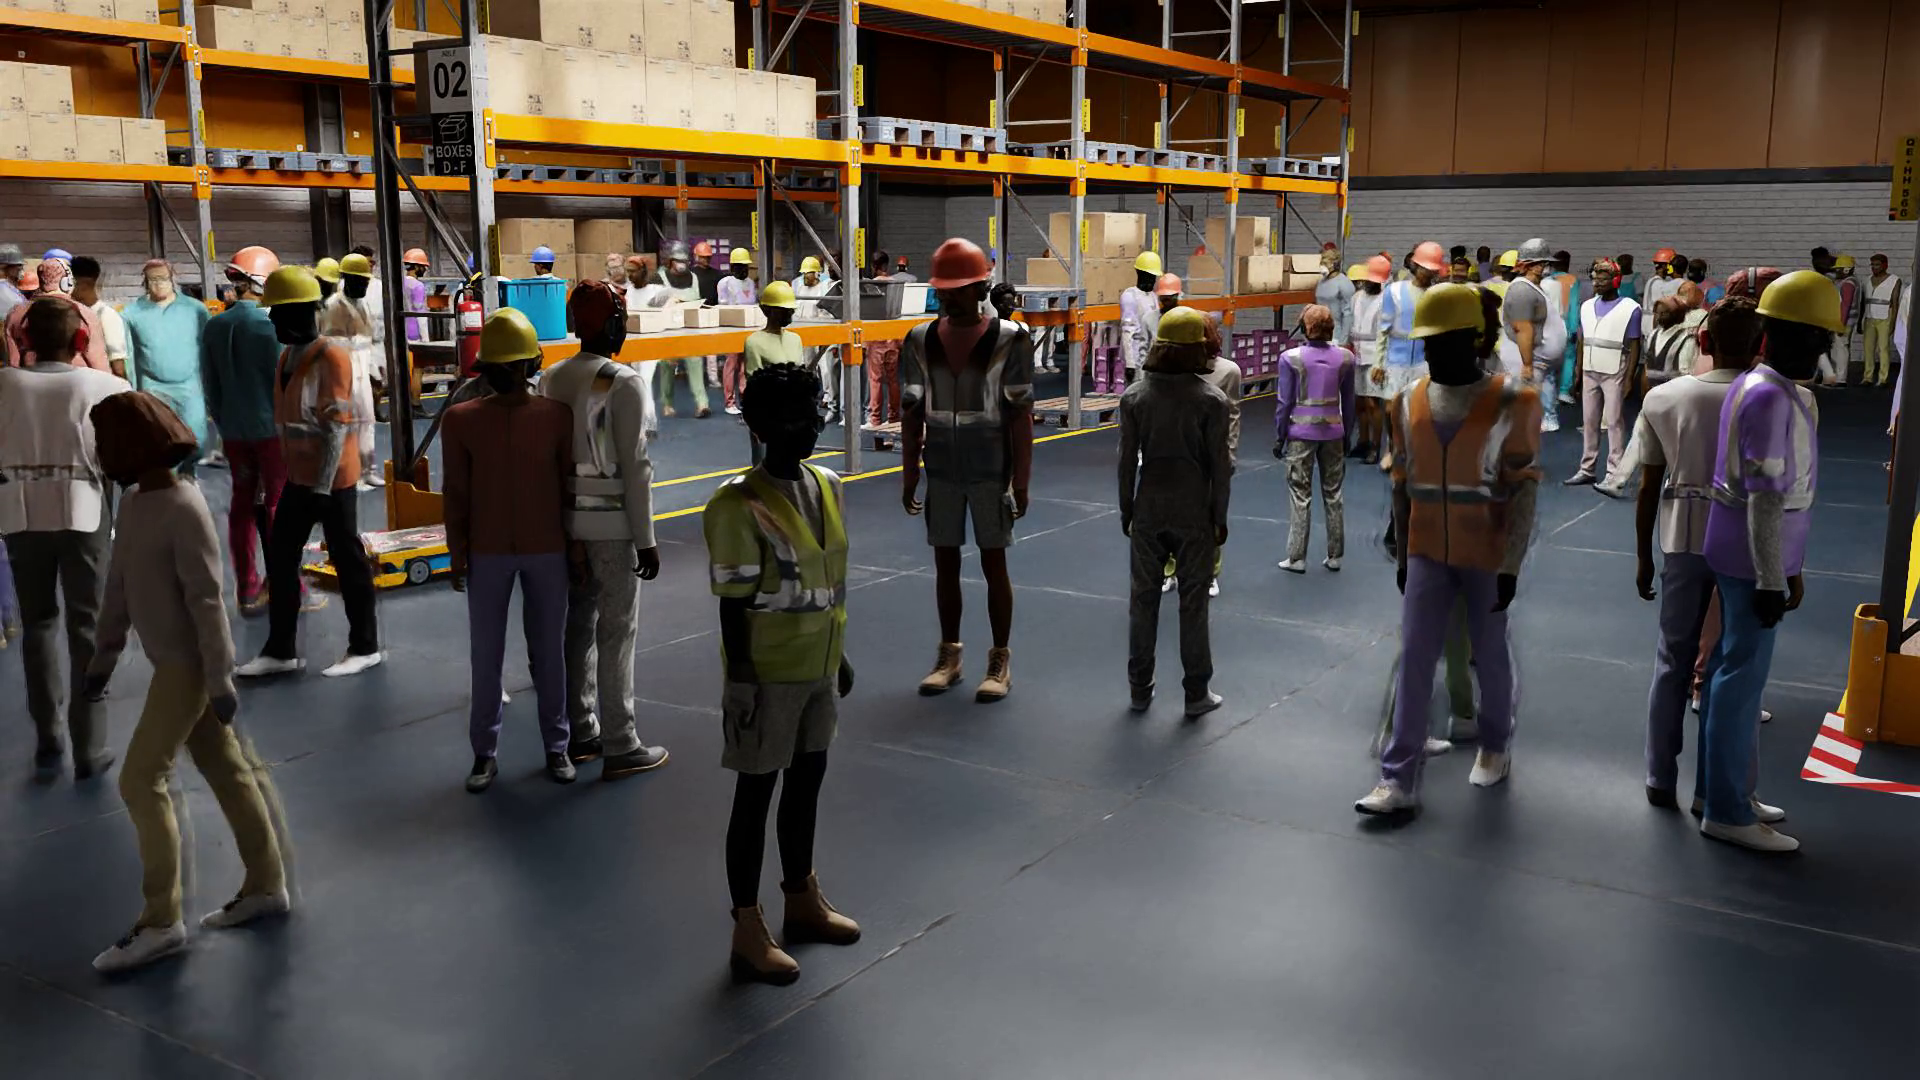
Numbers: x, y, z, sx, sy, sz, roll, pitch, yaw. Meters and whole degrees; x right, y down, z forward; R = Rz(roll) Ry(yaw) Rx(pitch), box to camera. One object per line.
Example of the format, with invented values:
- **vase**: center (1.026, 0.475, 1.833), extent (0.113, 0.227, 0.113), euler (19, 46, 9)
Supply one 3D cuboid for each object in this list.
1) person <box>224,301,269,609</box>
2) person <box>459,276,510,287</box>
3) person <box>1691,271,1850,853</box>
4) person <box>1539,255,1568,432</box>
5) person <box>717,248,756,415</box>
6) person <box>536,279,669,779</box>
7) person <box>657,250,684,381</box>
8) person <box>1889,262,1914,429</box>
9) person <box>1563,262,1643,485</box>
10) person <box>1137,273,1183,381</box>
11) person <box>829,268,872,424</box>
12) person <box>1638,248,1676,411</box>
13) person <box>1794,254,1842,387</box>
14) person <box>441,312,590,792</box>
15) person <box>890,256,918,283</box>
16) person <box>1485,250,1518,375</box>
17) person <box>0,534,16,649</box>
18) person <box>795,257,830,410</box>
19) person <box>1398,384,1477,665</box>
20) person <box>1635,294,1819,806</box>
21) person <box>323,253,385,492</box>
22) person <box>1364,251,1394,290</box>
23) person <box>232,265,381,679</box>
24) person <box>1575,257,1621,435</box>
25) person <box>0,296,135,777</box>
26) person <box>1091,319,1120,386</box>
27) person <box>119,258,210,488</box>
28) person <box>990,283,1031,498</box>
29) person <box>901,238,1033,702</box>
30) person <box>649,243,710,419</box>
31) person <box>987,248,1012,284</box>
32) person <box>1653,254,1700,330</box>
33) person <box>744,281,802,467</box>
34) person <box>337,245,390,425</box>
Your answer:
- **person**: center (-3.891, -0.471, 9.195), extent (0.318, 1.697, 0.535), euler (-3, 11, -14)
- **person**: center (-5.213, -2.238, 18.402), extent (0.651, 1.906, 0.409), euler (-5, 11, -26)
- **person**: center (2.707, 0.066, 5.599), extent (0.383, 1.920, 0.585), euler (4, 11, 21)
- **person**: center (6.246, -2.109, 17.701), extent (0.401, 1.910, 0.663), euler (6, 12, 29)
- **person**: center (-2.561, -2.431, 19.411), extent (0.371, 1.929, 0.585), euler (8, 13, 38)
- **person**: center (-1.356, -0.039, 6.306), extent (0.575, 1.880, 0.358), euler (9, 14, 41)
- **person**: center (-4.161, -3.210, 23.864), extent (0.419, 1.889, 0.672), euler (-4, 11, -19)
- **person**: center (10.111, -2.067, 17.664), extent (0.349, 1.836, 0.517), euler (6, 12, 28)
- **person**: center (5.269, -1.333, 13.554), extent (0.373, 1.843, 0.570), euler (-6, 12, -29)
- **person**: center (1.774, -1.400, 14.219), extent (0.566, 1.742, 0.352), euler (6, 12, 29)
- **person**: center (-1.136, -2.183, 18.110), extent (0.598, 1.907, 0.409), euler (-5, 11, -25)
- **person**: center (8.162, -2.435, 19.444), extent (0.385, 1.929, 0.543), euler (3, 11, 15)
- **person**: center (11.894, -3.012, 22.965), extent (0.641, 1.854, 0.571), euler (-10, 14, -43)
- **person**: center (-1.627, 0.048, 6.137), extent (0.526, 1.765, 0.329), euler (-3, 11, -14)
- **person**: center (-0.969, -3.947, 28.297), extent (0.563, 1.751, 0.330), euler (0, 10, 1)
- **person**: center (5.598, -2.008, 17.114), extent (0.391, 1.919, 0.581), euler (-4, 11, -20)
- **person**: center (-4.963, -0.440, 8.196), extent (0.397, 1.992, 0.621), euler (-3, 11, -17)
- **person**: center (-1.743, -2.459, 19.878), extent (0.593, 1.824, 0.406), euler (10, 14, 43)
- **person**: center (2.313, -0.234, 7.881), extent (0.540, 1.695, 0.317), euler (-2, 10, -12)
- **person**: center (2.652, 0.068, 5.831), extent (0.559, 1.836, 0.394), euler (7, 12, 34)
- **person**: center (-4.907, -1.356, 13.498), extent (0.426, 1.914, 0.610), euler (1, 10, 7)
- **person**: center (6.302, -3.437, 25.184), extent (0.627, 1.857, 0.482), euler (6, 12, 28)
- **person**: center (-3.021, -0.278, 7.570), extent (0.628, 1.904, 0.783), euler (9, 13, 40)
- **person**: center (6.695, -2.013, 17.325), extent (0.390, 1.846, 0.564), euler (3, 11, 14)
- **person**: center (-3.441, -0.016, 6.382), extent (0.592, 1.805, 0.603), euler (-4, 11, -19)
- **person**: center (2.036, -2.982, 22.917), extent (0.525, 1.769, 0.314), euler (-4, 11, -23)
- **person**: center (-5.921, -1.161, 12.469), extent (0.648, 1.891, 0.679), euler (-6, 12, -30)
- **person**: center (0.337, -1.140, 12.899), extent (0.542, 1.695, 0.316), euler (-6, 12, -32)
- **person**: center (0.014, -0.299, 7.335), extent (0.611, 2.030, 0.410), euler (4, 11, 20)
- **person**: center (-3.180, -2.390, 18.873), extent (0.693, 2.000, 1.015), euler (-4, 11, -23)
- **person**: center (0.522, -3.011, 22.572), extent (0.388, 1.948, 0.605), euler (1, 10, 6)
- **person**: center (8.143, -2.317, 18.974), extent (0.512, 1.862, 0.325), euler (0, 10, 2)
- **person**: center (-1.176, -0.785, 10.757), extent (0.340, 1.762, 0.525), euler (7, 13, 35)
- **person**: center (-6.452, -2.212, 18.108), extent (0.361, 1.967, 0.622), euler (6, 12, 32)
